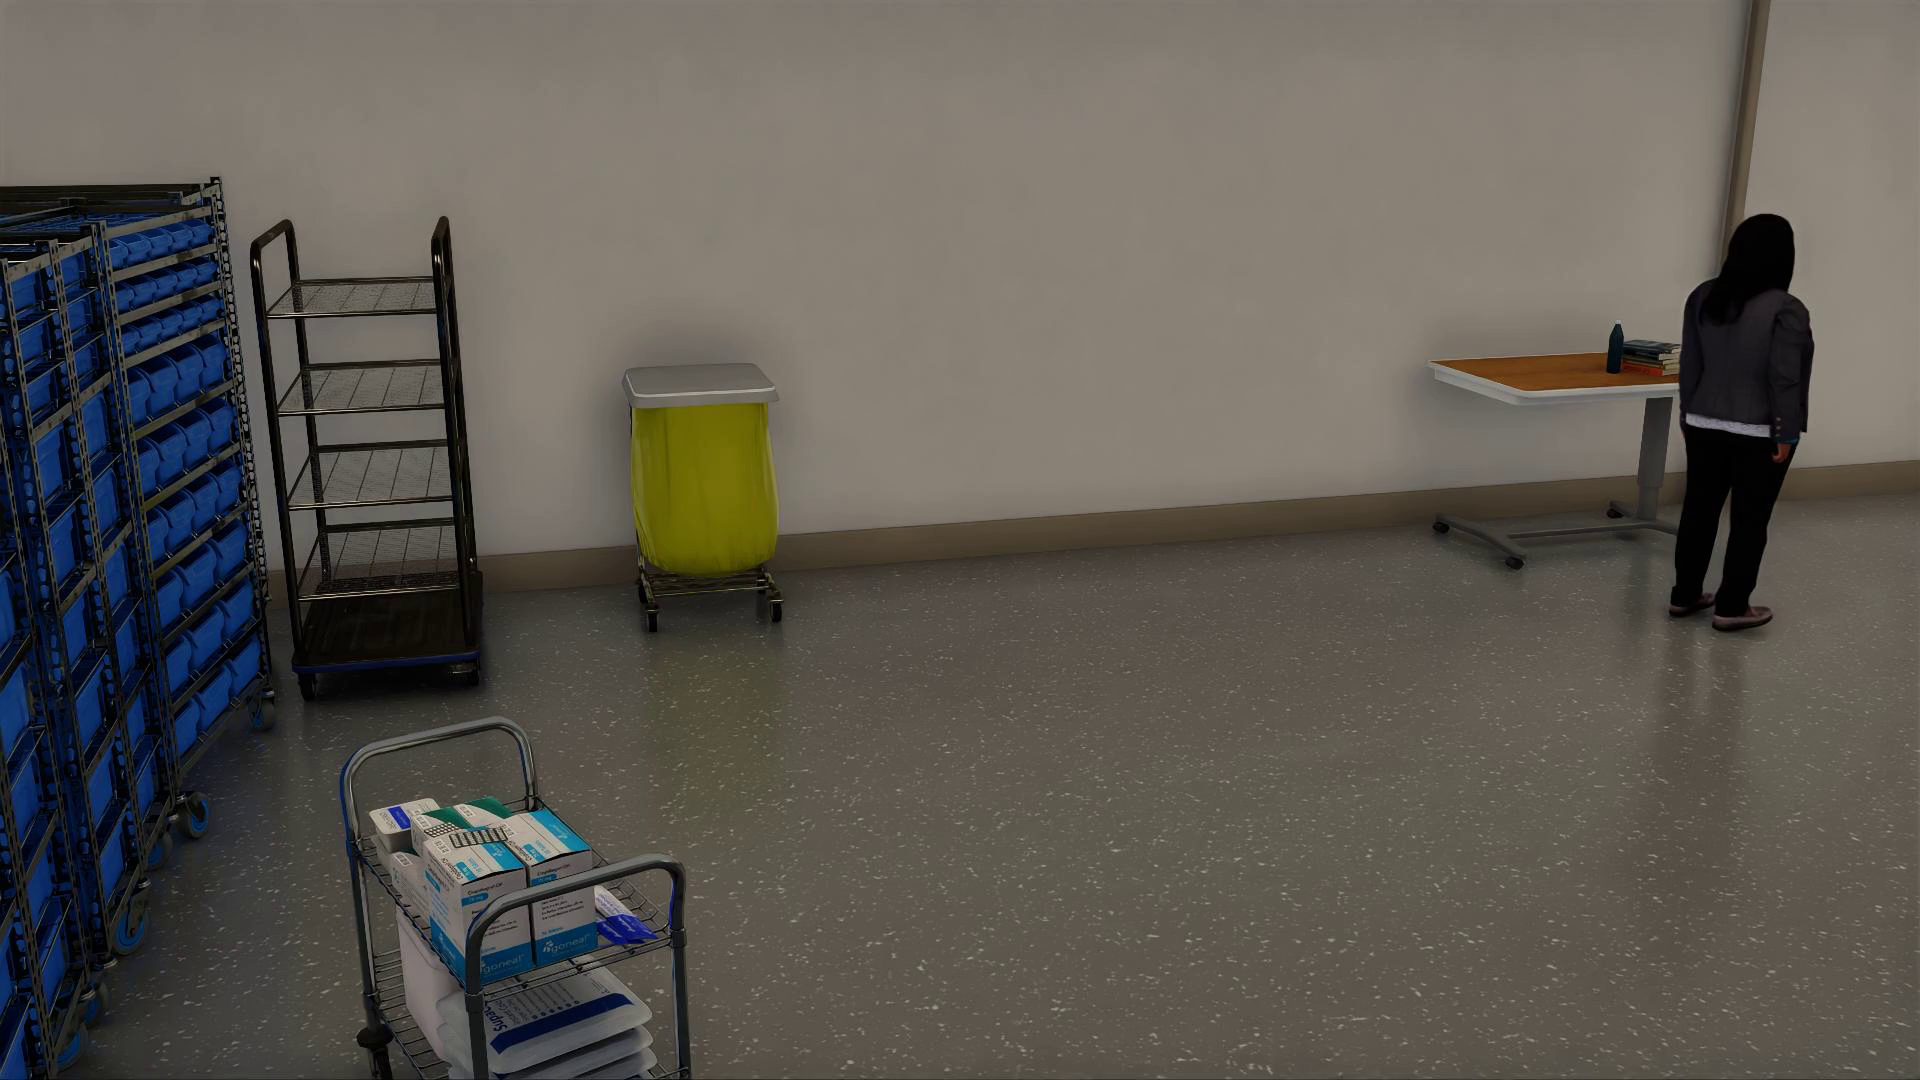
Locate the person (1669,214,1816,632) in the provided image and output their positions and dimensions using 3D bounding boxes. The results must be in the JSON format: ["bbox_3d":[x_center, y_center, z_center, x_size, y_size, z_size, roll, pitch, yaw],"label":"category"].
[{"bbox_3d":[2.999,-0.447,6.410,0.735,1.599,0.735,-9,18,-28],"label":"person"}]
